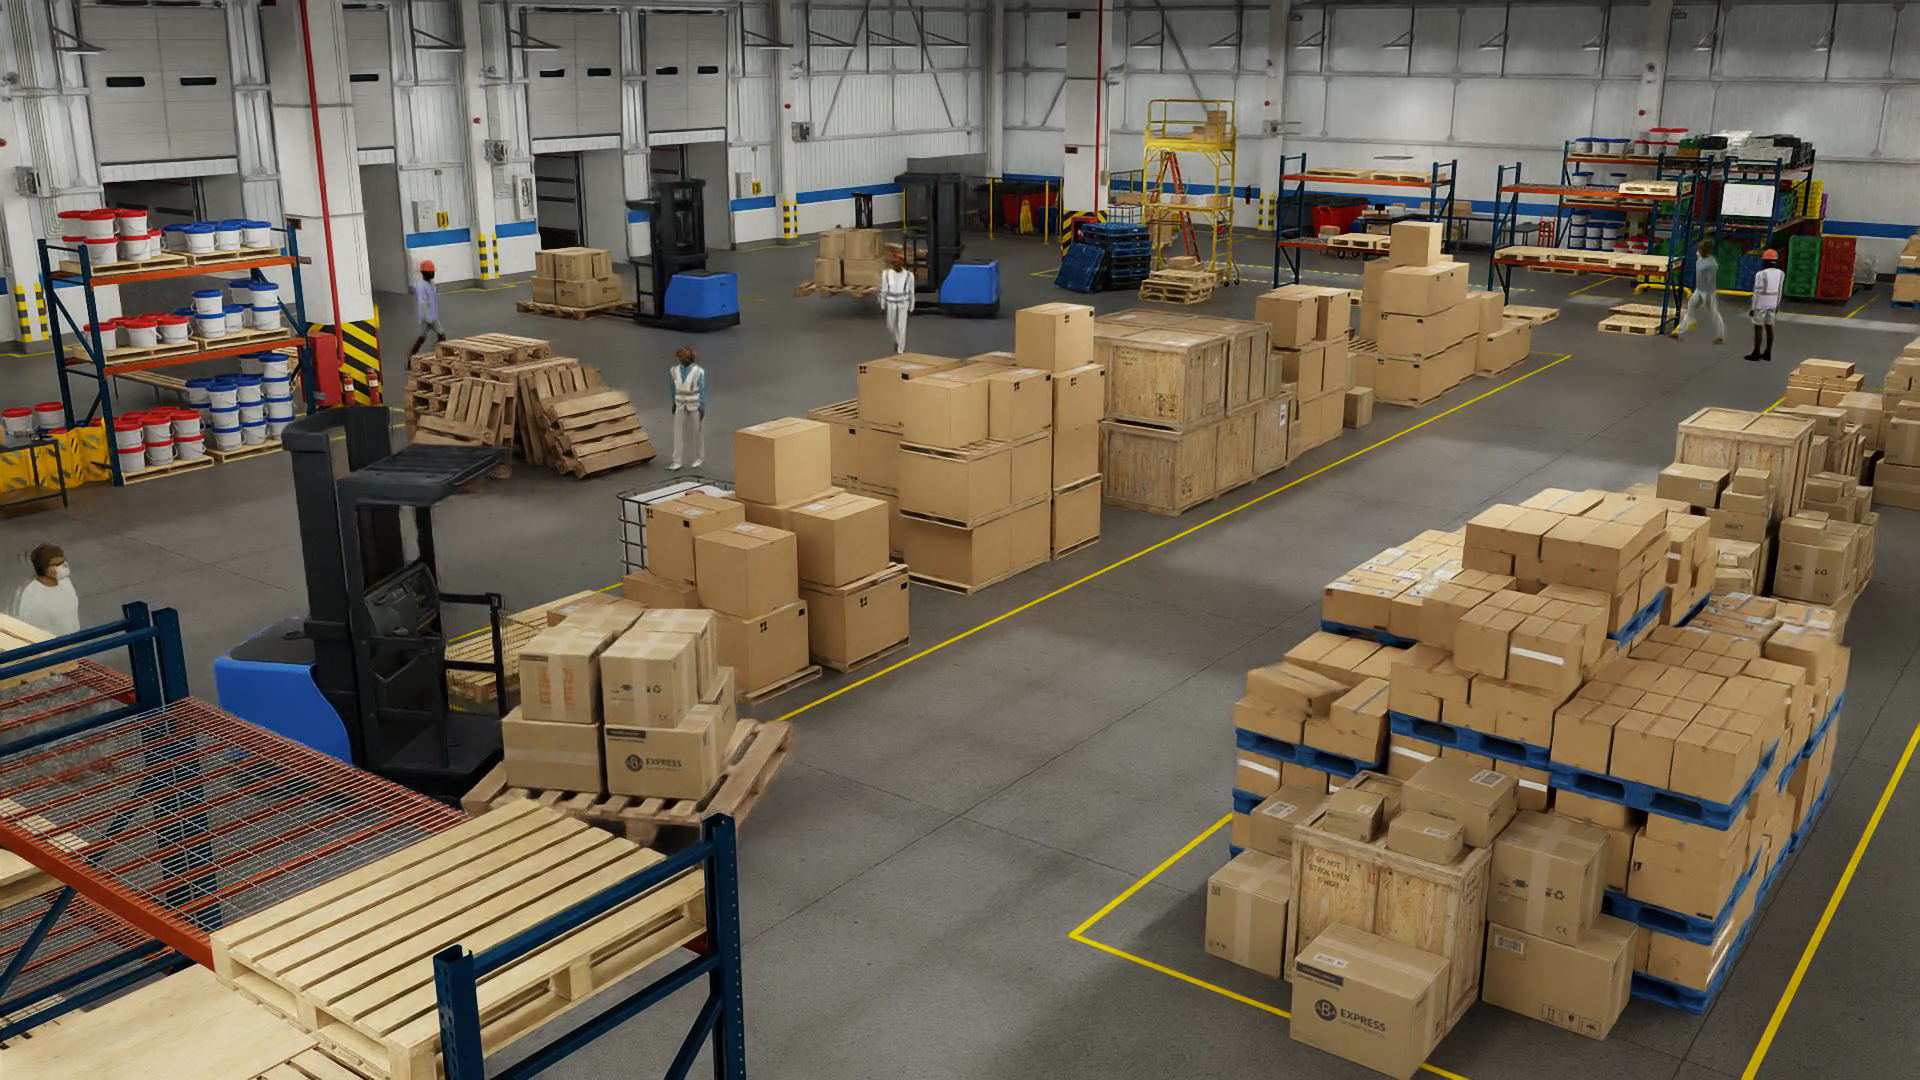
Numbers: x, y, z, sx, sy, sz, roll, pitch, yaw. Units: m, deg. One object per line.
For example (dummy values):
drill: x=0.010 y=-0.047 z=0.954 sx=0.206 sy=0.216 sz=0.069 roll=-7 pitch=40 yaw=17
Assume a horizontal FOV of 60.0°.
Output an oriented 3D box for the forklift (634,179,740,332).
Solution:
forklift: x=-5.290 y=-5.521 z=32.057 sx=1.873 sy=2.768 sz=1.129 roll=12 pitch=21 yaw=35

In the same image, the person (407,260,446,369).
person: x=-8.922 y=-3.751 z=27.890 sx=0.983 sy=1.892 sz=0.562 roll=3 pitch=17 yaw=11

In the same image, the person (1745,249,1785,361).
person: x=13.965 y=-4.076 z=28.876 sx=0.551 sy=1.934 sz=0.373 roll=-4 pitch=17 yaw=-15

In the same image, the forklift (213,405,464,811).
forklift: x=-4.462 y=0.452 z=12.277 sx=1.873 sy=2.768 sz=1.129 roll=3 pitch=17 yaw=9

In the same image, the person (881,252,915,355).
person: x=-1.079 y=-4.093 z=29.049 sx=0.601 sy=1.870 sz=0.589 roll=3 pitch=17 yaw=8

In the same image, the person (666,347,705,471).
person: x=-3.549 y=-1.676 z=21.473 sx=0.545 sy=1.602 sz=0.782 roll=5 pitch=18 yaw=17

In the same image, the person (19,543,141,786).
person: x=-6.542 y=0.941 z=12.305 sx=0.819 sy=1.906 sz=0.647 roll=0 pitch=17 yaw=-1

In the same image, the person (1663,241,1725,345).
person: x=13.602 y=-4.539 z=30.527 sx=1.098 sy=1.853 sz=0.713 roll=0 pitch=17 yaw=-1

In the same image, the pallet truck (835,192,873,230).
pallet truck: x=-1.936 y=-7.159 z=38.982 sx=1.885 sy=1.965 sz=0.823 roll=-12 pitch=21 yaw=-34

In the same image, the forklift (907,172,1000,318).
forklift: x=-0.186 y=-5.961 z=33.512 sx=1.873 sy=2.768 sz=1.129 roll=3 pitch=17 yaw=10
